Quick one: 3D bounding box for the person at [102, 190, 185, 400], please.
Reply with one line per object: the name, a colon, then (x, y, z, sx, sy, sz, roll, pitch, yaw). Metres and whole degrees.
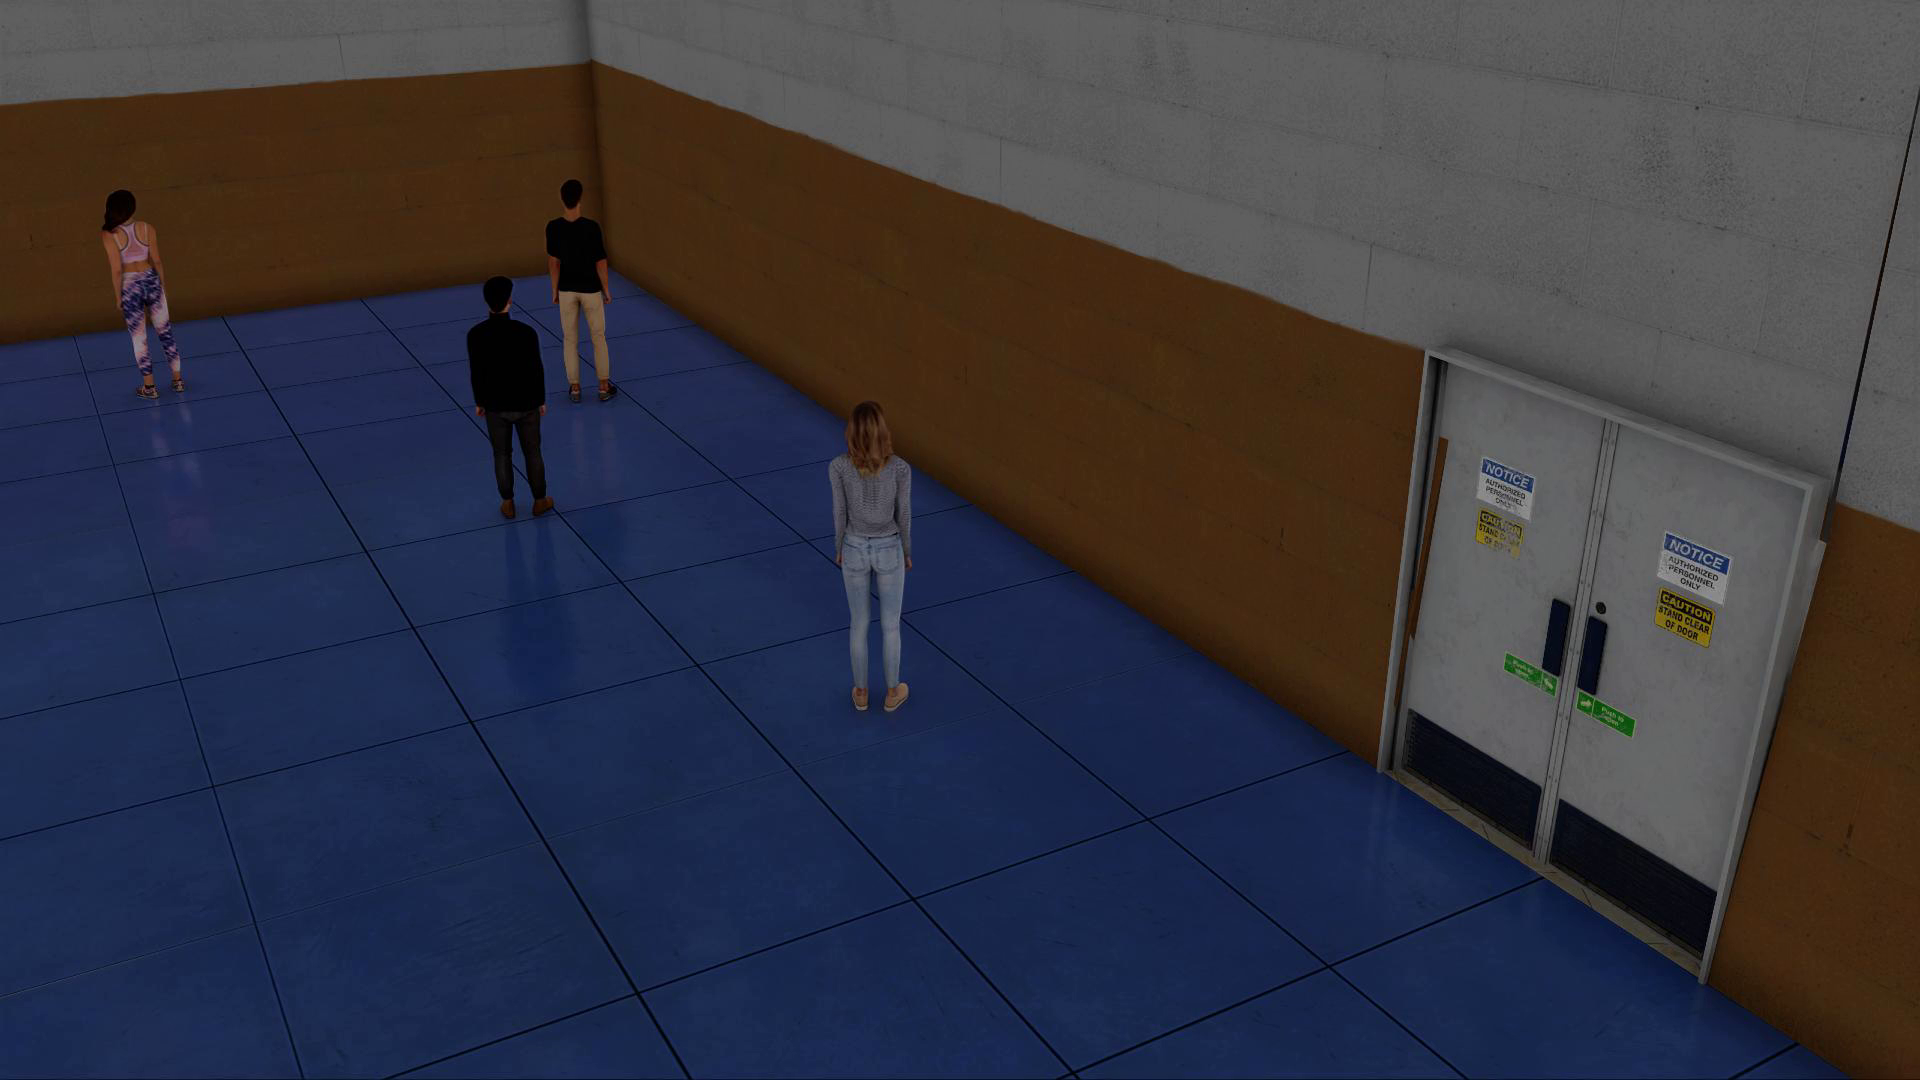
person: (-6.906, -2.080, 14.032, 0.558, 1.765, 0.711, -21, 31, -39)

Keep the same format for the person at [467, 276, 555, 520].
person: (-3.133, -0.988, 11.587, 0.633, 1.723, 0.781, -3, 24, -6)

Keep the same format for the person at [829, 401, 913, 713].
person: (-0.471, 0.094, 9.023, 0.631, 1.796, 0.729, 2, 24, 4)

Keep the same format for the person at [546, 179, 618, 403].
person: (-3.165, -2.073, 13.866, 0.624, 1.859, 0.768, -1, 24, -3)
